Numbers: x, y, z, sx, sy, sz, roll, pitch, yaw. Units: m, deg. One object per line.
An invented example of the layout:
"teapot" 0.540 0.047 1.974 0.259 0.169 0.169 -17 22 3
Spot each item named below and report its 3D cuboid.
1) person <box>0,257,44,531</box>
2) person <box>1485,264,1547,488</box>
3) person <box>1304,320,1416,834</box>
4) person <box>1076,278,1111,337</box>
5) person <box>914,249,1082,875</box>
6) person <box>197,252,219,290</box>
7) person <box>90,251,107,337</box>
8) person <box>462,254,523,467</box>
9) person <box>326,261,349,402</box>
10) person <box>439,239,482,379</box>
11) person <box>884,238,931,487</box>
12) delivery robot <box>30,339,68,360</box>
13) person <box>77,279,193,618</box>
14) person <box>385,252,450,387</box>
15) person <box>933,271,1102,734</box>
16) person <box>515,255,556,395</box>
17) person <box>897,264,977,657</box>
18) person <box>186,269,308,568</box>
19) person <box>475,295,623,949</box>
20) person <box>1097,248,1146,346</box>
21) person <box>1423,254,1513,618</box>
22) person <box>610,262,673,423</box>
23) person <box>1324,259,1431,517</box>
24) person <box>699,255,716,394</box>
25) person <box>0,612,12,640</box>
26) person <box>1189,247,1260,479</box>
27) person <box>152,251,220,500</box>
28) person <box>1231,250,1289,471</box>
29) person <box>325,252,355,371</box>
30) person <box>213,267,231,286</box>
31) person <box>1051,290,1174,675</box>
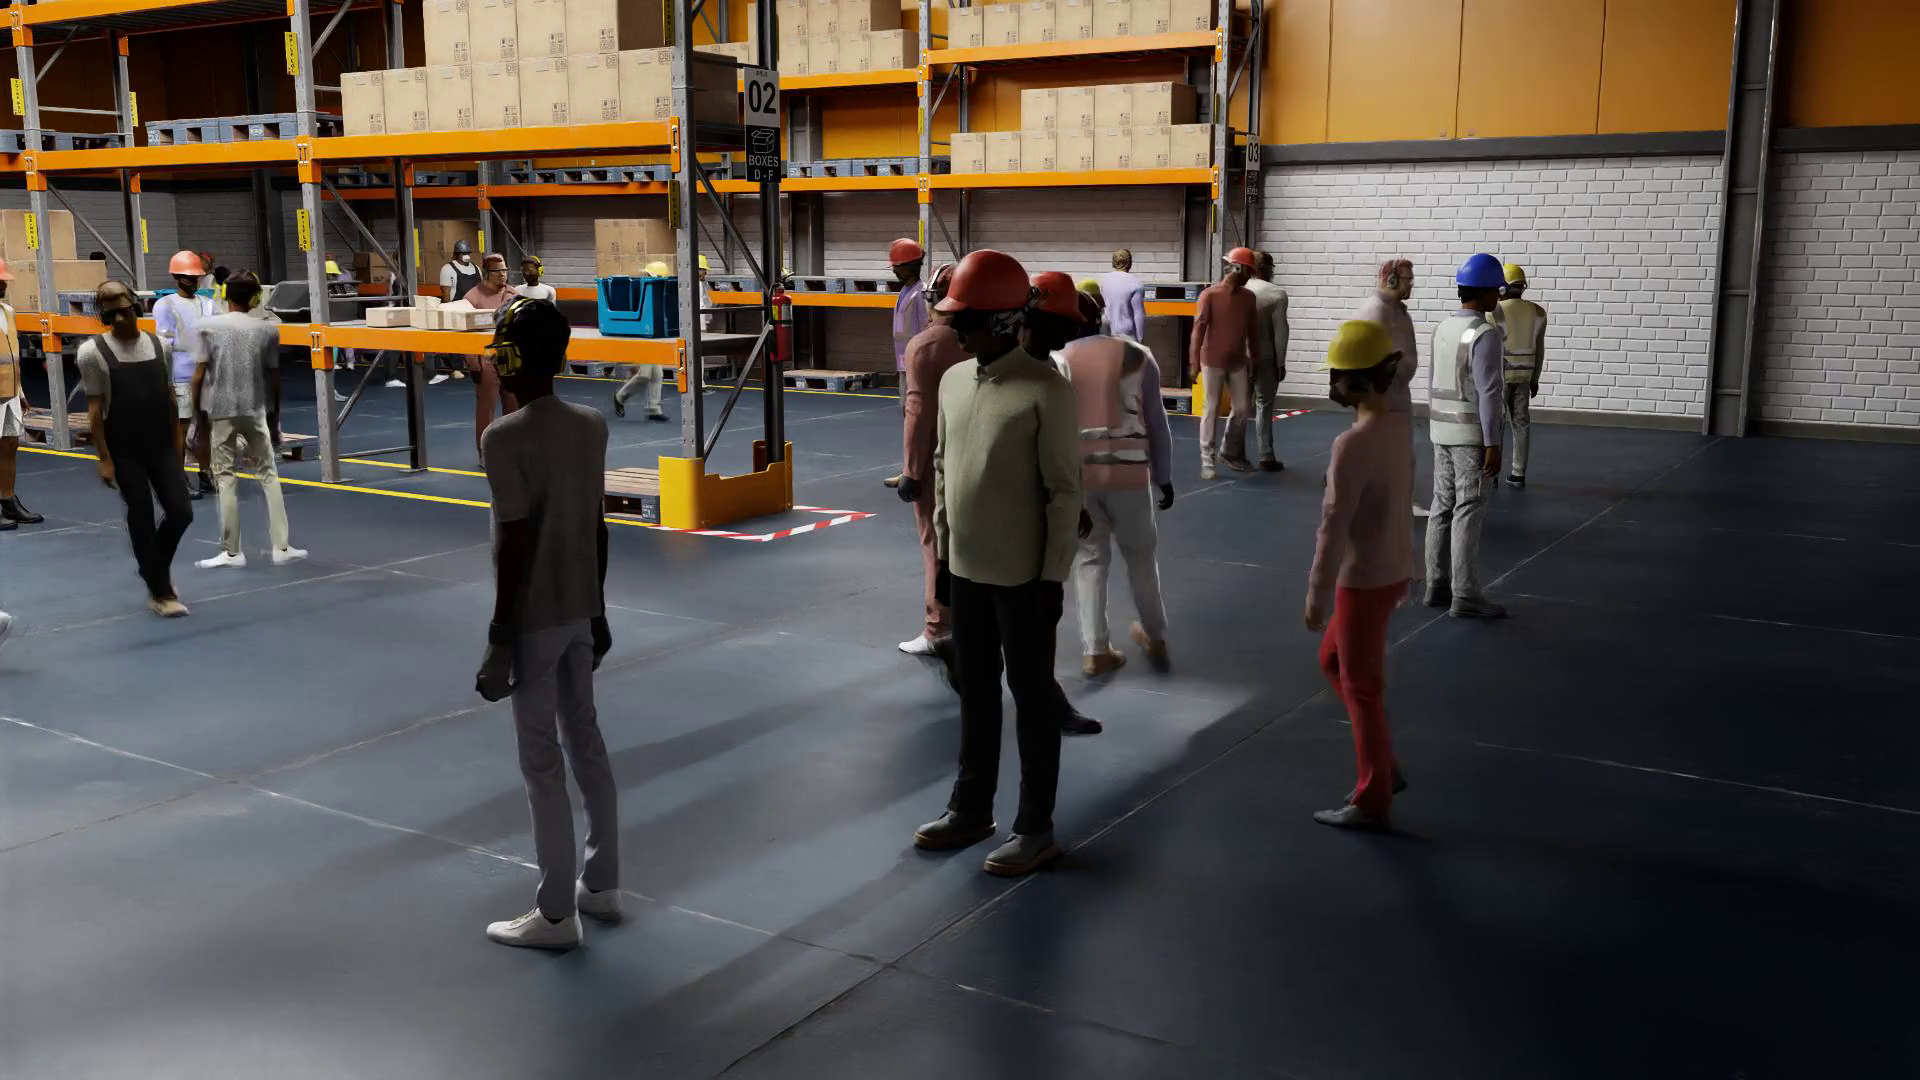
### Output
"person" -6.747 -1.040 11.683 0.367 1.933 0.553 1 10 6
"person" 4.481 -1.339 13.630 0.600 1.829 0.404 -3 11 -14
"person" 1.353 0.137 5.655 0.388 1.750 0.552 7 12 33
"person" 1.138 -1.426 14.486 0.901 1.696 0.501 -4 11 -20
"person" 0.118 0.075 5.350 0.392 1.991 0.612 -9 13 -40
"person" -10.818 -3.274 24.310 0.582 1.857 0.827 5 11 24
"person" -14.436 -3.912 27.903 0.431 1.836 0.626 -4 11 -23
"person" -4.102 -1.586 14.835 0.395 1.900 0.644 8 13 39
"person" -7.889 -2.617 20.916 0.351 1.760 0.536 -2 10 -11
"person" -7.257 -3.400 24.472 0.536 2.000 0.683 8 13 37
"person" -0.401 -1.397 13.393 0.393 2.034 0.605 -4 11 -20
"delivery robot" -14.441 -3.057 26.426 0.707 0.478 0.477 -10 14 -43
"person" -4.388 -0.473 8.858 0.450 1.817 0.520 8 13 38
"person" -7.570 -3.056 23.017 0.911 1.878 0.608 -2 10 -8
"person" 0.239 -0.172 6.989 0.810 1.907 0.534 5 11 26
"person" -4.460 -2.039 17.399 0.512 1.873 0.328 2 10 11
"person" -0.065 -0.384 8.129 0.410 1.909 0.642 9 14 41
"person" -4.451 -0.738 10.308 0.668 1.838 0.365 -7 12 -35
"person" -1.194 0.241 4.770 0.312 1.869 0.538 4 11 23
"person" 1.796 -2.299 18.677 0.628 1.932 0.361 7 13 35
"person" 2.740 -0.558 8.977 0.389 1.947 0.614 -2 10 -12
"person" -3.518 -2.179 18.405 0.627 1.785 0.658 3 11 16
"person" 3.095 -1.101 12.143 0.709 1.888 0.684 7 13 35
"person" -3.461 -2.832 21.931 0.404 1.821 0.588 -5 11 -25
"person" -4.799 -0.180 7.801 0.550 1.613 0.511 0 10 1
"person" 2.200 -1.514 14.256 0.782 1.971 0.526 -5 11 -24
"person" -6.007 -1.289 13.060 0.366 1.935 0.552 4 11 23
"person" 2.597 -1.573 14.636 0.629 1.937 0.378 8 13 39
"person" -9.689 -3.542 25.834 0.667 1.845 0.843 -8 13 -38
"person" -9.508 -2.702 21.586 0.540 1.684 0.491 -8 13 -38
"person" 0.687 -0.285 7.925 0.685 1.792 0.673 2 10 11
